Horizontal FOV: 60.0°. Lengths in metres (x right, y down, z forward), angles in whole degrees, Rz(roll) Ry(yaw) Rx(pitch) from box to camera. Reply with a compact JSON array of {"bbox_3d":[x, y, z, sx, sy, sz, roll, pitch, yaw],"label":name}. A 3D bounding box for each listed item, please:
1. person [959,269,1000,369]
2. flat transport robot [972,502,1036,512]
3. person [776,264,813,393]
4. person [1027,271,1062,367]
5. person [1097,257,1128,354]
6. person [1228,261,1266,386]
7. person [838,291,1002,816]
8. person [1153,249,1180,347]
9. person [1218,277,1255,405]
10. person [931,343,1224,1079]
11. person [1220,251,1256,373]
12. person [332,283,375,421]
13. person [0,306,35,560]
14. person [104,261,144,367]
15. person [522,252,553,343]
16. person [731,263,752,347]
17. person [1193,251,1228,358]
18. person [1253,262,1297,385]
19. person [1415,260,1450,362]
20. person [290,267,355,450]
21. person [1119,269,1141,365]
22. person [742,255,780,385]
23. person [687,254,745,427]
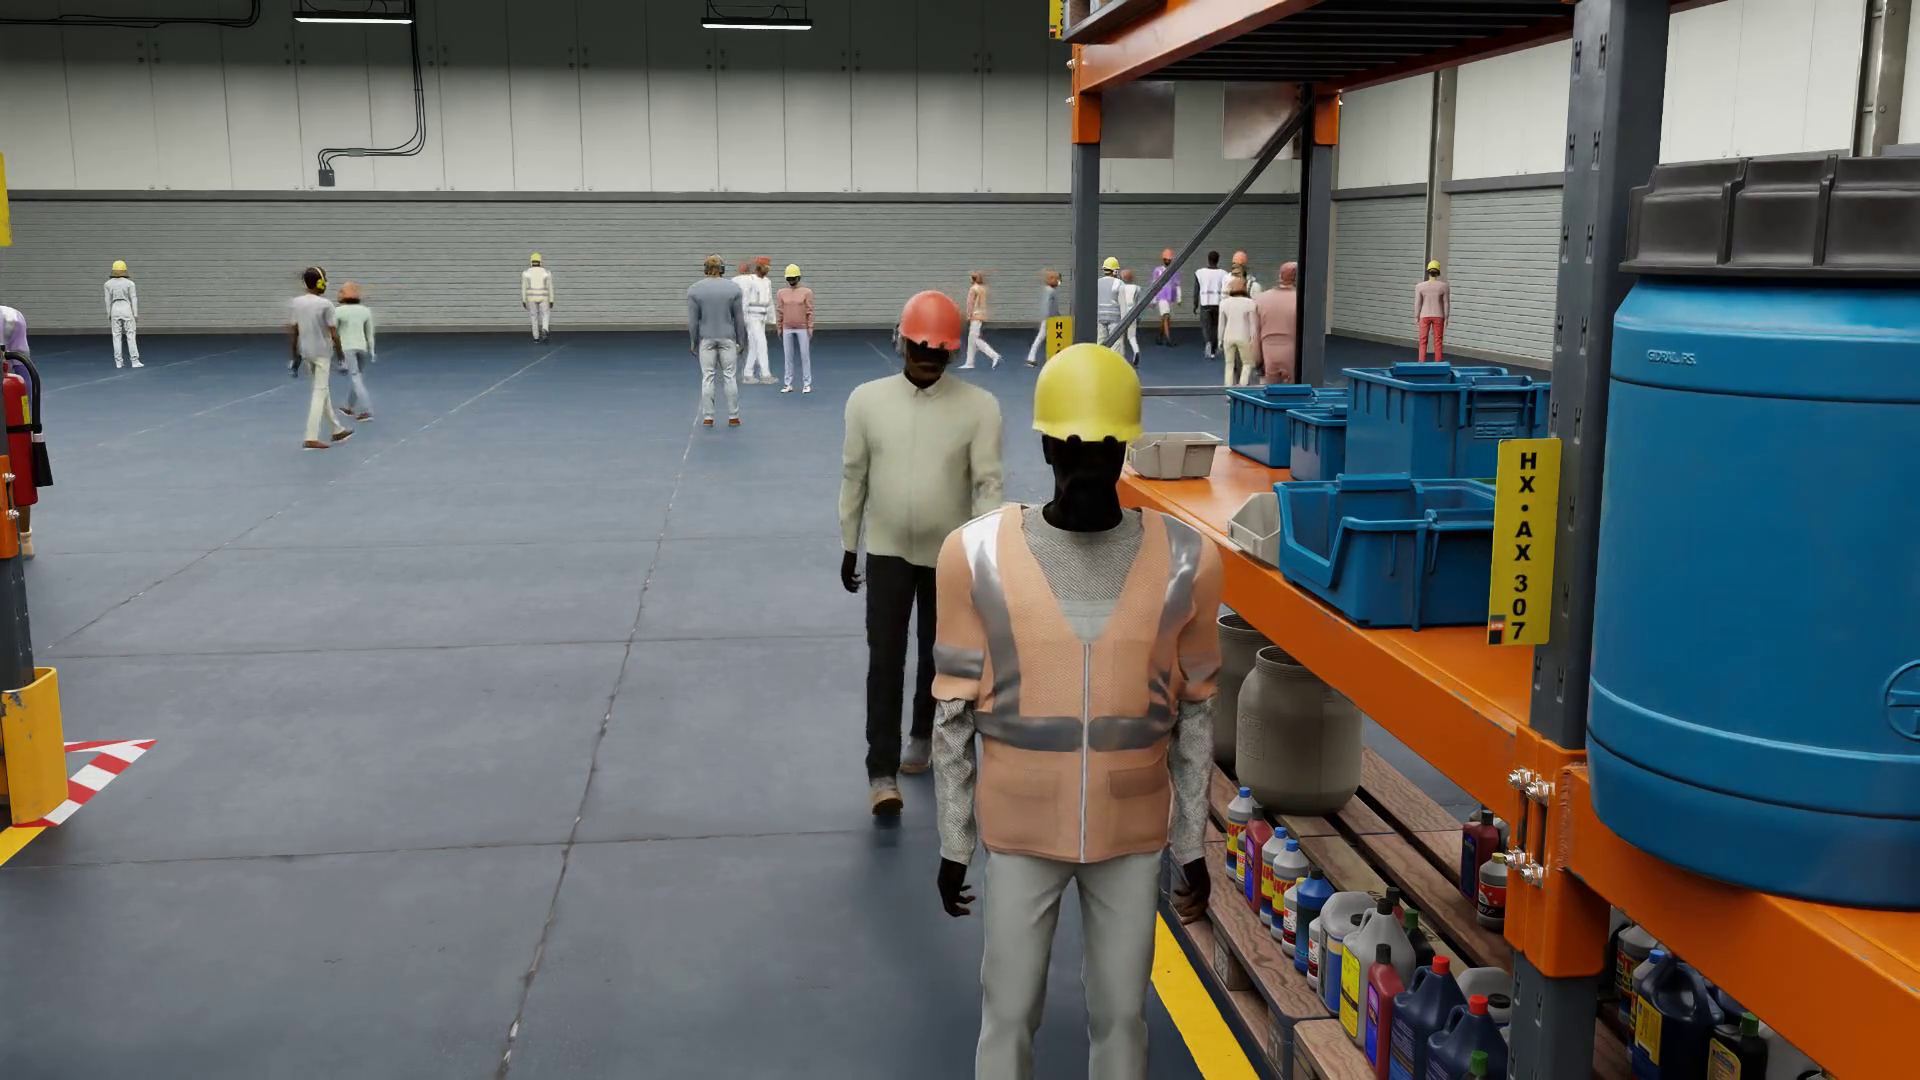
[{"bbox_3d":[0.316,-3.541,26.747,0.667,1.617,0.521,3,11,17],"label":"person"},{"bbox_3d":[0.520,-0.084,11.489,0.652,0.197,1.431,-9,14,-41],"label":"flat transport robot"},{"bbox_3d":[-2.263,-2.886,22.775,0.519,1.761,0.335,1,10,8],"label":"person"},{"bbox_3d":[1.497,-3.607,27.209,0.873,1.573,0.494,0,10,1],"label":"person"},{"bbox_3d":[2.220,-3.245,24.534,0.587,1.833,0.404,7,13,34],"label":"person"},{"bbox_3d":[3.932,-2.879,22.590,0.578,1.808,0.725,9,14,41],"label":"person"},{"bbox_3d":[-0.161,0.035,6.285,0.629,1.934,0.991,1,10,3],"label":"person"},{"bbox_3d":[4.026,-4.749,32.598,0.553,1.907,0.932,-4,11,-21],"label":"person"},{"bbox_3d":[3.516,-2.518,21.123,0.519,1.632,0.297,5,11,25],"label":"person"},{"bbox_3d":[0.235,0.569,3.360,0.585,1.929,0.363,-1,10,-4],"label":"person"},{"bbox_3d":[4.338,-3.533,25.877,0.545,1.918,0.774,-1,10,-7],"label":"person"},{"bbox_3d":[-7.142,-2.200,19.460,0.845,1.586,0.519,8,13,37],"label":"person"},{"bbox_3d":[-6.377,-0.853,10.844,0.374,2.044,0.605,10,14,43],"label":"person"},{"bbox_3d":[-13.724,-3.699,27.263,0.487,1.744,0.312,-1,10,-5],"label":"person"},{"bbox_3d":[-8.461,-4.841,33.316,0.618,1.818,0.559,-3,11,-14],"label":"person"},{"bbox_3d":[-4.184,-4.550,32.247,0.509,1.629,0.314,-1,10,-7],"label":"person"},{"bbox_3d":[4.419,-4.136,29.263,0.599,1.892,0.785,0,10,1],"label":"person"},{"bbox_3d":[3.198,-1.767,16.269,0.665,1.888,0.433,8,13,37],"label":"person"},{"bbox_3d":[7.275,-3.416,25.654,0.525,1.769,0.310,2,11,13],"label":"person"},{"bbox_3d":[-6.466,-1.854,16.935,0.561,1.827,0.881,4,11,22],"label":"person"},{"bbox_3d":[2.732,-3.622,27.194,0.518,1.620,0.564,-2,11,-13],"label":"person"},{"bbox_3d":[-2.823,-3.164,24.019,0.849,1.852,0.597,5,12,27],"label":"person"},{"bbox_3d":[-2.728,-2.224,18.662,0.627,1.934,0.370,-1,10,-7],"label":"person"}]
